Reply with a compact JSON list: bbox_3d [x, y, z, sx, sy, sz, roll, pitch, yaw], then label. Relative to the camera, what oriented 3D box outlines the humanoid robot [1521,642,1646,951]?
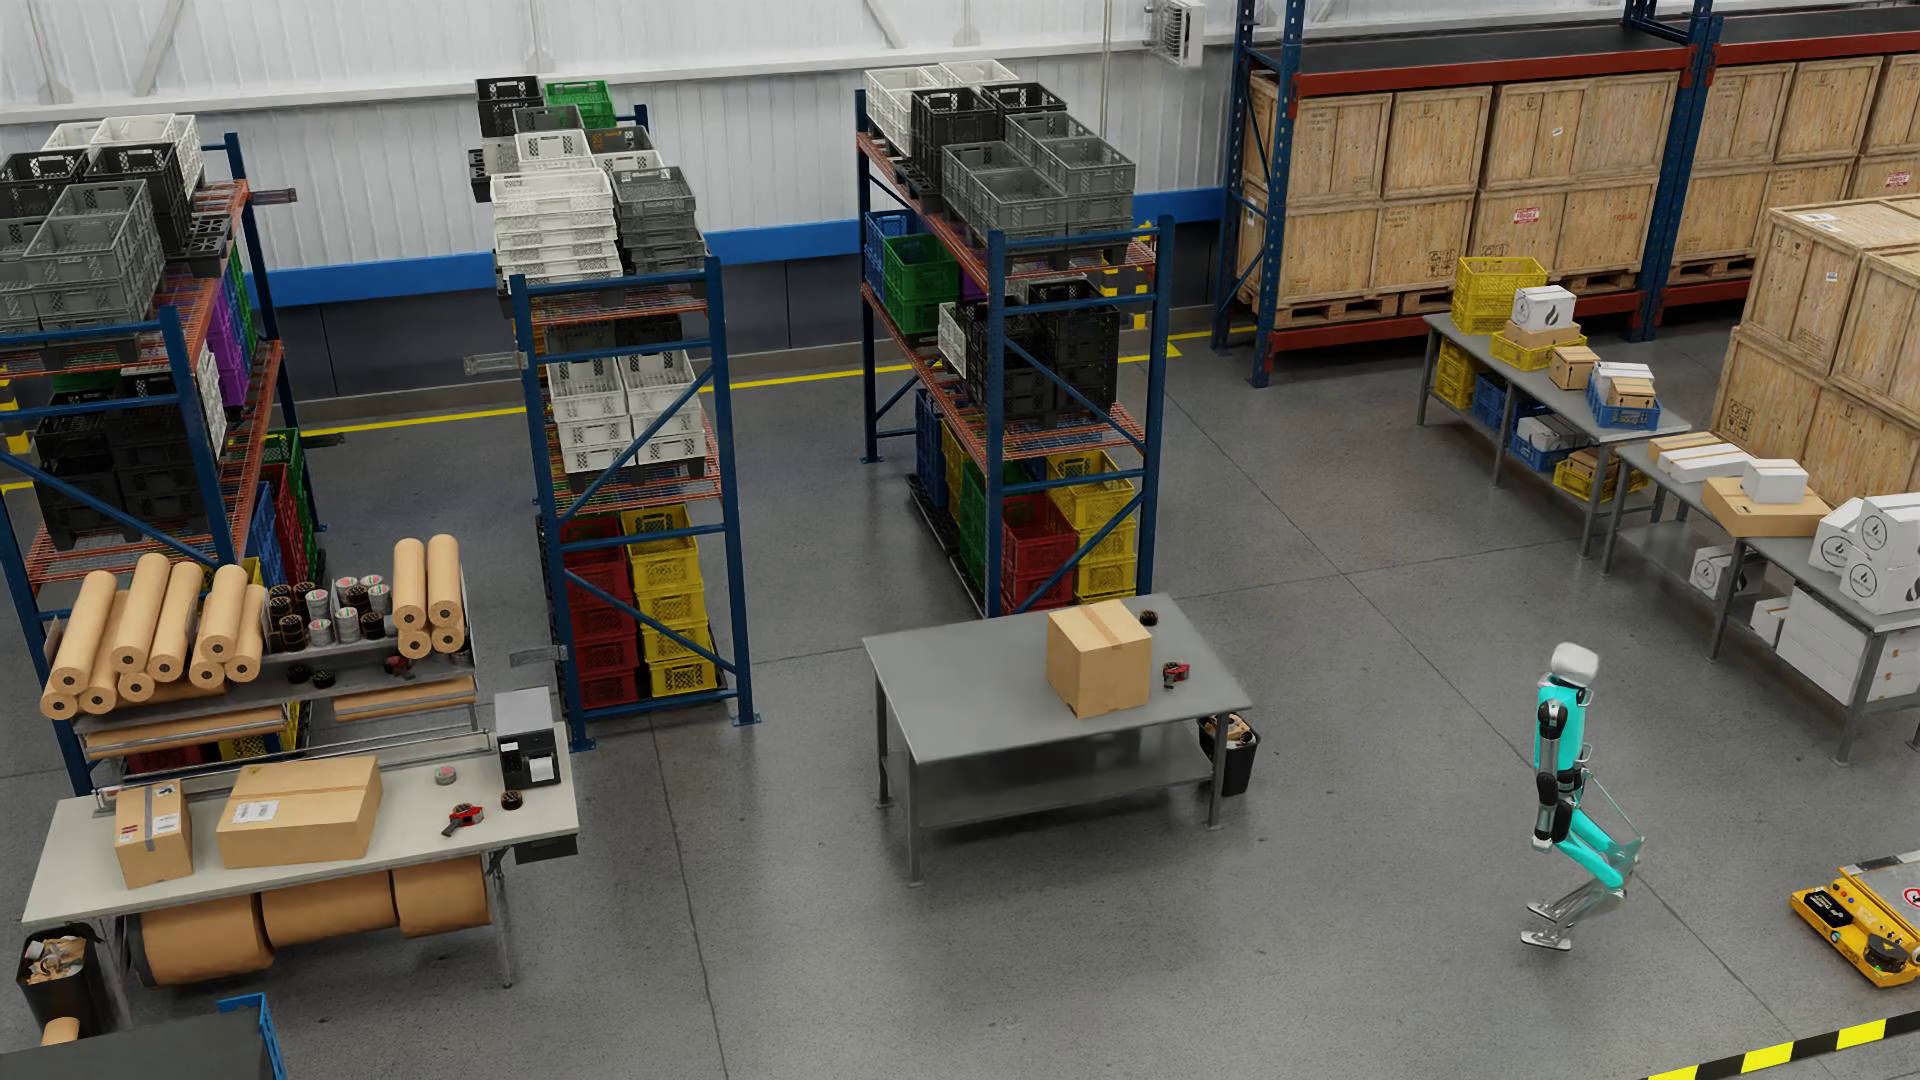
[{"bbox_3d":[3.093,1.308,8.114,0.735,1.681,0.533,15,32,25],"label":"humanoid robot"}]

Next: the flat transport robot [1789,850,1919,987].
[{"bbox_3d":[5.163,1.916,8.676,1.431,0.231,0.659,-8,30,-14],"label":"flat transport robot"}]
